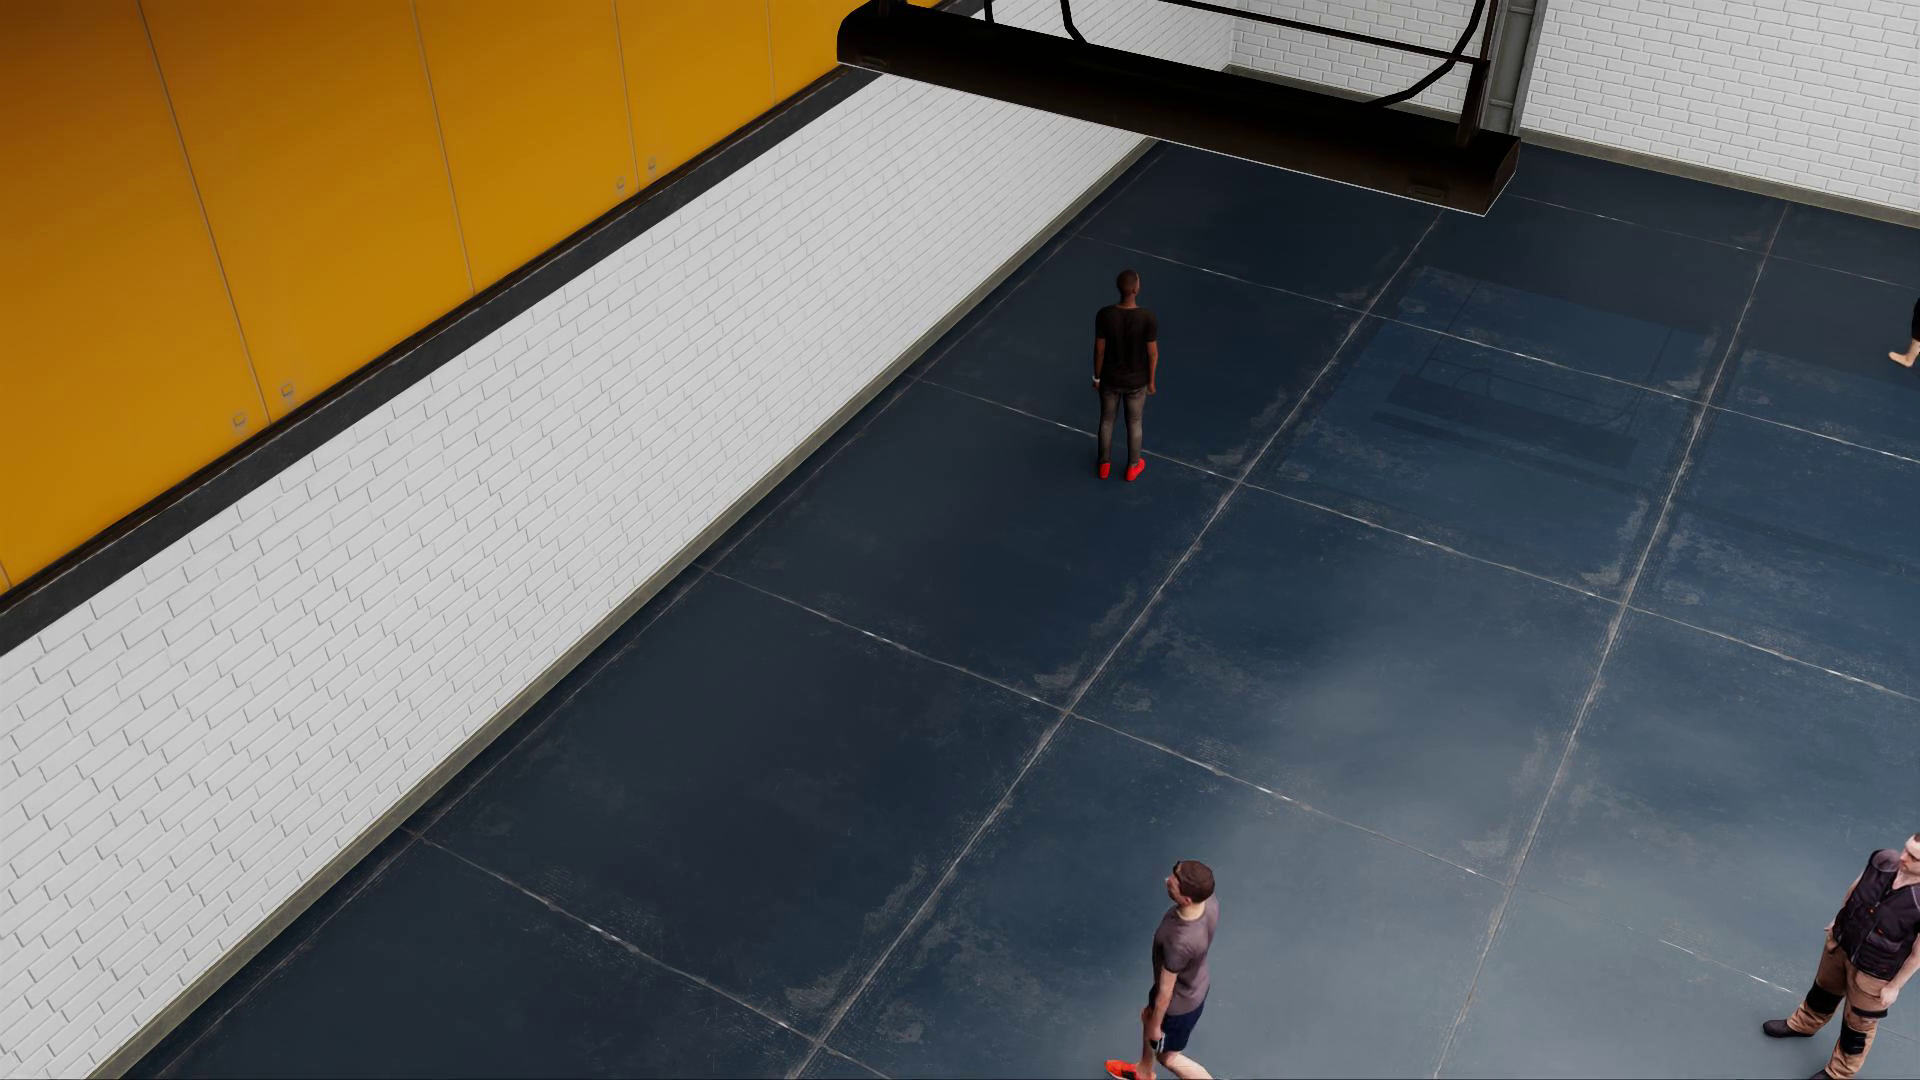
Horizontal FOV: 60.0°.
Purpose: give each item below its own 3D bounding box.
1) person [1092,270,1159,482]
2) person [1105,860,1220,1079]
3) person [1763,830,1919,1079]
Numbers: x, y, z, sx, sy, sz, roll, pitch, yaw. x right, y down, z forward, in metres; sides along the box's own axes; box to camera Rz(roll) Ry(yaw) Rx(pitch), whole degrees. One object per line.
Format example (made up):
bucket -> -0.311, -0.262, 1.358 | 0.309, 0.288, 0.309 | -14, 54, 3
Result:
person -> 1.252, -1.248, 12.764 | 0.583, 1.805, 0.762 | 8, 39, 10
person -> 1.166, 2.298, 8.306 | 1.081, 1.828, 0.720 | 16, 41, 19
person -> 4.682, 2.113, 8.525 | 0.821, 1.842, 0.766 | -9, 39, -11
